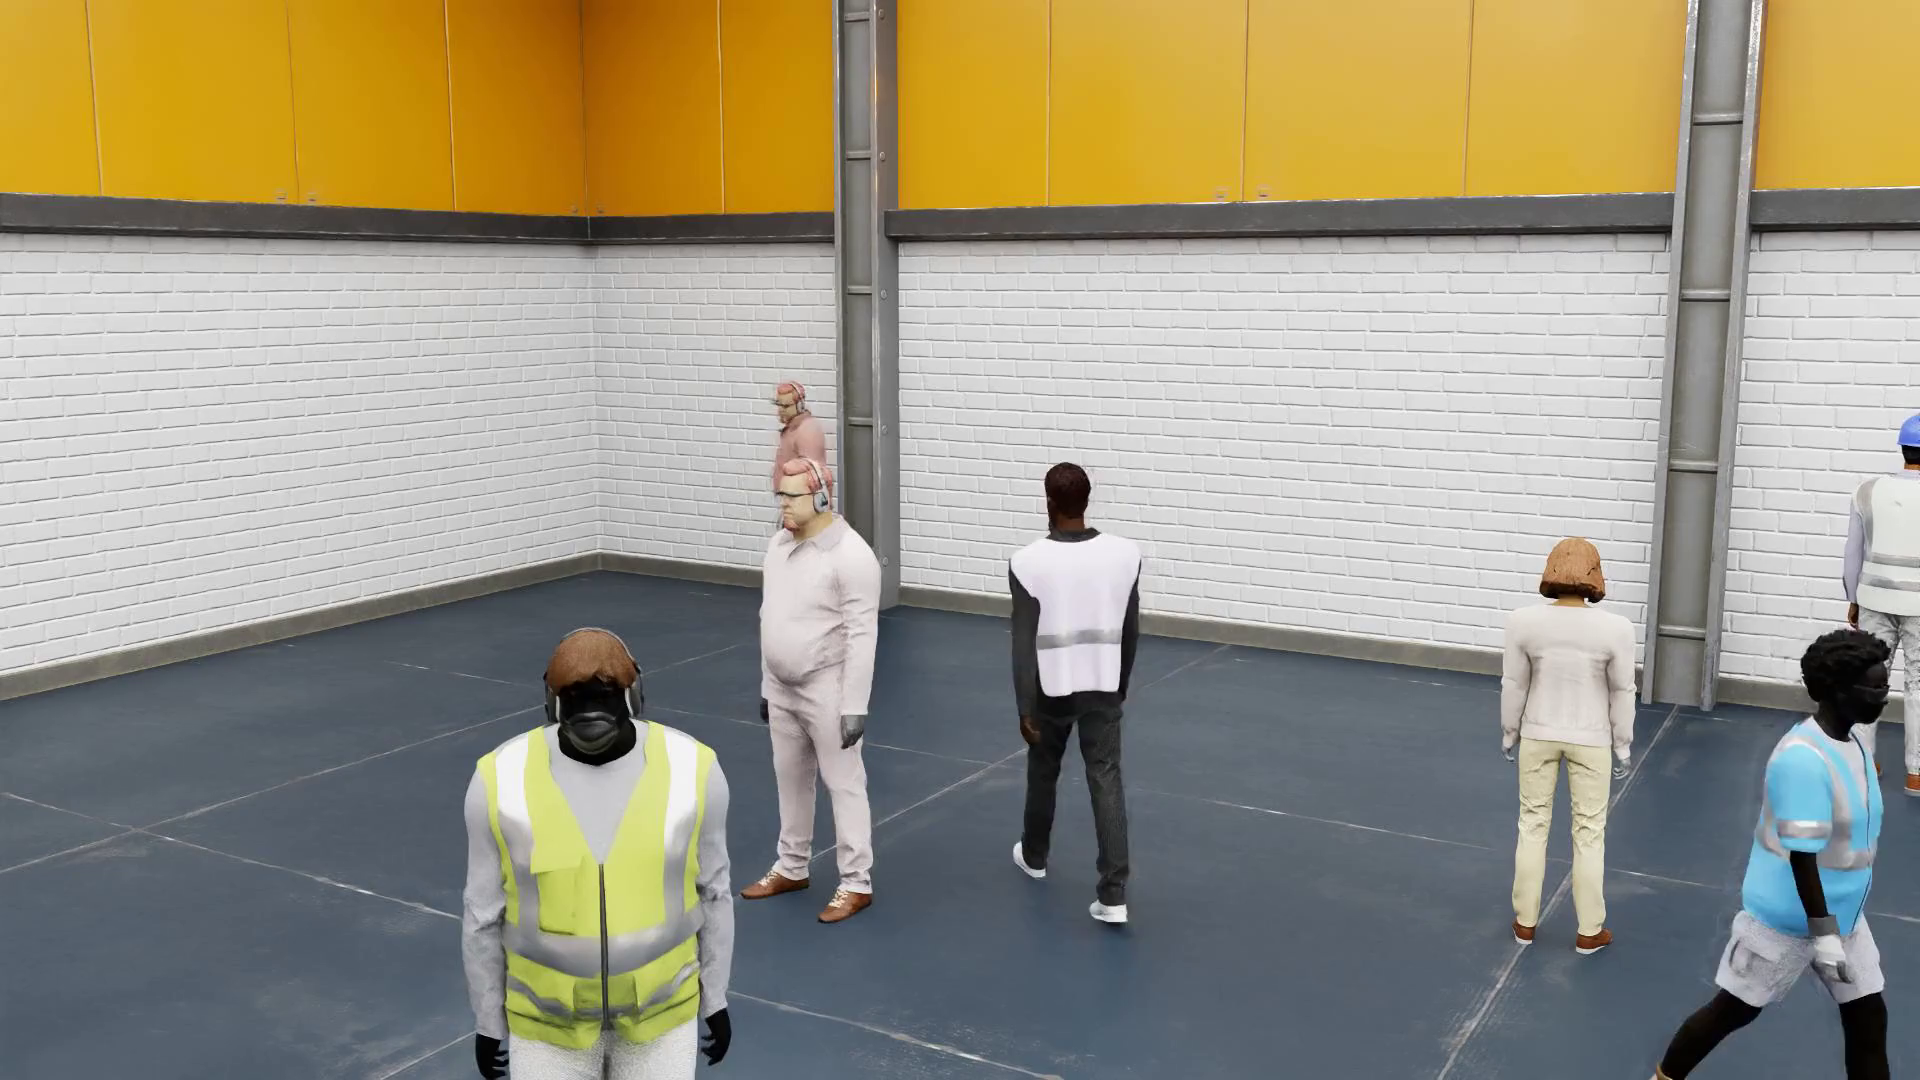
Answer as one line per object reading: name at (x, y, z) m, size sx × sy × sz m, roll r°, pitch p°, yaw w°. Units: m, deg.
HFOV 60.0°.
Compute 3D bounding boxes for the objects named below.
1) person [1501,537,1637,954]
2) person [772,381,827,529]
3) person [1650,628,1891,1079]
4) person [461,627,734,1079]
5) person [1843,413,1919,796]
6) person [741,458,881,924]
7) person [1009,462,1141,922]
person at (2.367, 0.799, 6.507) m, size 0.499 × 1.631 × 0.283 m, roll 5°, pitch 10°, yaw 29°
person at (-1.181, -0.225, 12.175) m, size 0.393 × 1.876 × 0.905 m, roll -3°, pitch 9°, yaw -16°
person at (2.443, 1.057, 4.833) m, size 0.541 × 1.654 × 0.882 m, roll -8°, pitch 12°, yaw -40°
person at (-0.845, 1.107, 3.935) m, size 0.633 × 1.842 × 0.429 m, roll -2°, pitch 9°, yaw -13°
person at (4.831, 0.322, 8.498) m, size 0.406 × 1.948 × 0.605 m, roll -7°, pitch 11°, yaw -36°
person at (-0.619, 0.606, 6.872) m, size 0.649 × 1.906 × 0.406 m, roll 9°, pitch 13°, yaw 44°
person at (0.490, 0.613, 6.954) m, size 0.597 × 1.873 × 0.991 m, roll -2°, pitch 9°, yaw -12°
